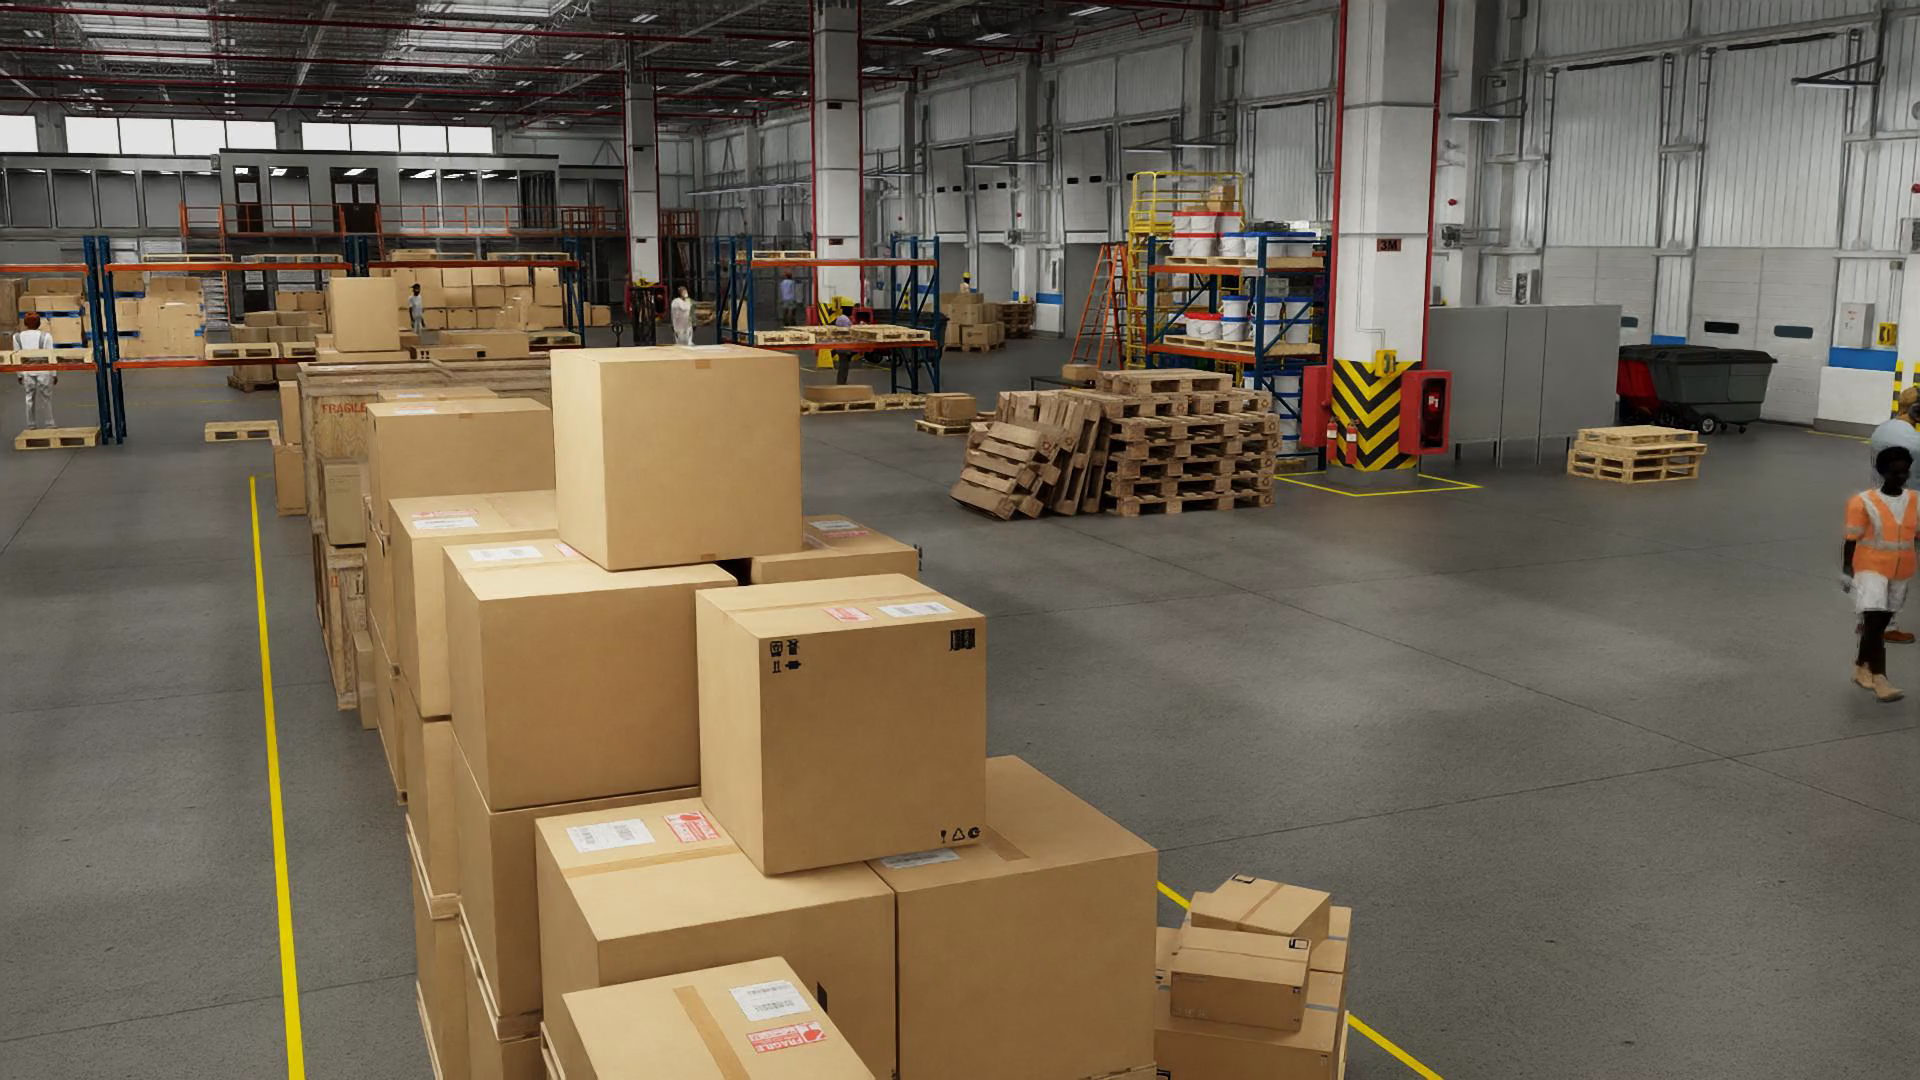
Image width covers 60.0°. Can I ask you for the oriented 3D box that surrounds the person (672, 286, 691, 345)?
[{"bbox_3d":[-6.217,-4.712,37.252,0.376,1.940,0.629,4,11,19],"label":"person"}]

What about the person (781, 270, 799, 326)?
[{"bbox_3d":[-5.768,-8.193,56.504,0.564,1.907,0.814,5,12,28],"label":"person"}]

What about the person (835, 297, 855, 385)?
[{"bbox_3d":[-2.114,-3.519,30.745,0.389,1.919,0.586,-3,11,-15],"label":"person"}]

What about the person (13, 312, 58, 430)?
[{"bbox_3d":[-14.133,-2.544,25.455,0.577,1.882,0.349,-1,10,-8],"label":"person"}]

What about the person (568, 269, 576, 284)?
[{"bbox_3d":[-16.879,-10.936,71.830,0.606,1.849,0.639,-6,12,-28],"label":"person"}]

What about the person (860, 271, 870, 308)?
[{"bbox_3d":[-3.530,-8.626,59.131,0.655,1.825,0.544,2,10,9],"label":"person"}]

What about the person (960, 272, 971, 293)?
[{"bbox_3d":[0.189,-7.494,52.610,0.363,1.930,0.587,-4,11,-21],"label":"person"}]

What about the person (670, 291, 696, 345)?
[{"bbox_3d":[-6.787,-5.289,40.751,0.627,1.829,0.466,-4,11,-20],"label":"person"}]

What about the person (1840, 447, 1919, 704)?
[{"bbox_3d":[6.042,0.234,10.774,0.538,1.656,0.848,0,10,-2],"label":"person"}]

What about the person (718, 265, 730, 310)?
[{"bbox_3d":[-9.703,-10.551,69.374,0.652,1.951,0.962,-9,13,-39],"label":"person"}]

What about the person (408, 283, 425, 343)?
[{"bbox_3d":[-13.766,-5.571,42.196,0.333,1.864,0.520,3,11,18],"label":"person"}]

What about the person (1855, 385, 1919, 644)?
[{"bbox_3d":[6.954,-0.188,12.360,0.371,1.930,0.636,0,10,2],"label":"person"}]

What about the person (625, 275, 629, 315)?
[{"bbox_3d":[-12.894,-9.764,65.203,0.610,1.908,0.928,2,11,12],"label":"person"}]

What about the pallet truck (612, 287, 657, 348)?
[{"bbox_3d":[-6.464,-4.406,35.401,0.823,1.965,1.885,6,12,32],"label":"pallet truck"}]
